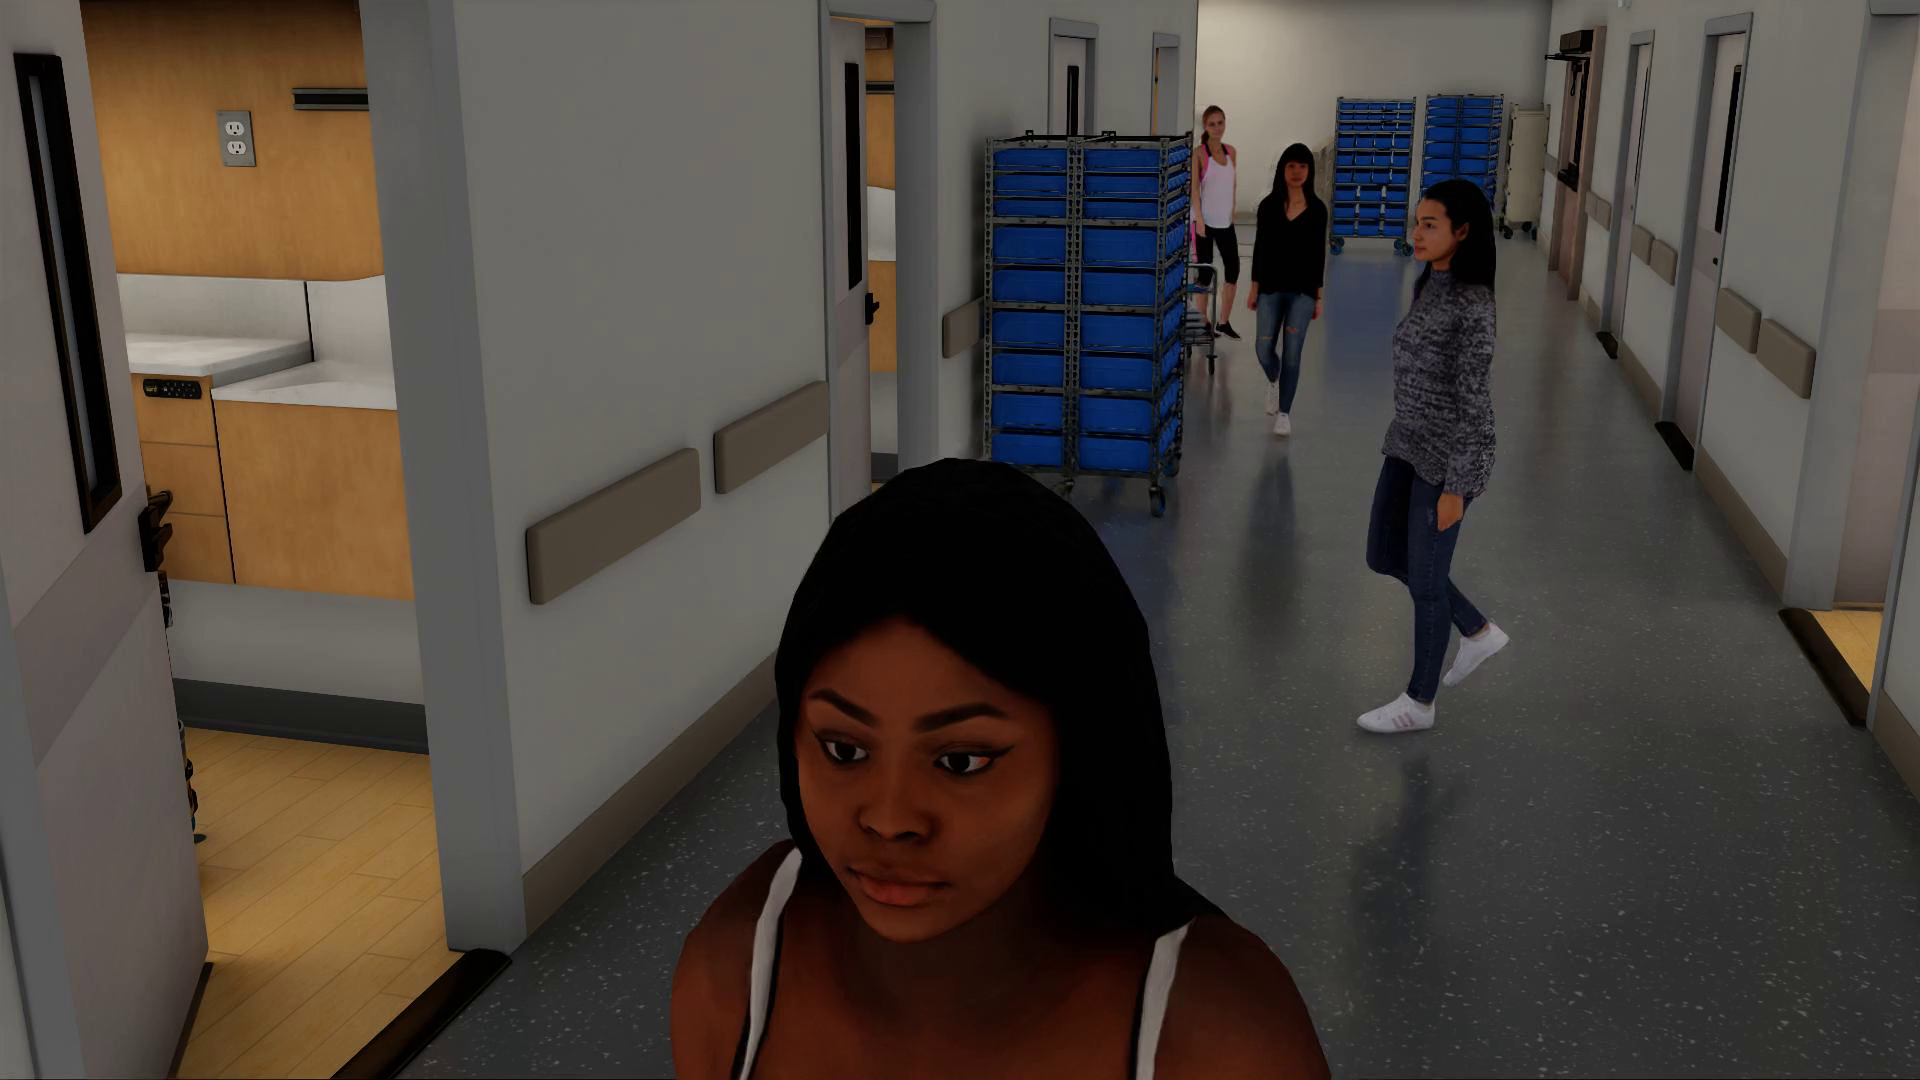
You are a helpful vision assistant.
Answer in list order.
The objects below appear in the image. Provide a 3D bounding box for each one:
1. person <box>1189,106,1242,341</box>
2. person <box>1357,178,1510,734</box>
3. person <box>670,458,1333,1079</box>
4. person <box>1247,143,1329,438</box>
[{"bbox_3d":[1.871,-2.400,12.728,0.781,1.763,0.838,-8,17,-25],"label":"person"},{"bbox_3d":[1.548,-0.238,5.134,0.865,1.722,0.835,-2,16,-8],"label":"person"},{"bbox_3d":[0.034,0.798,1.332,0.706,1.792,1.001,6,17,21],"label":"person"},{"bbox_3d":[1.875,-1.437,9.546,0.563,1.637,0.816,4,16,14],"label":"person"}]
